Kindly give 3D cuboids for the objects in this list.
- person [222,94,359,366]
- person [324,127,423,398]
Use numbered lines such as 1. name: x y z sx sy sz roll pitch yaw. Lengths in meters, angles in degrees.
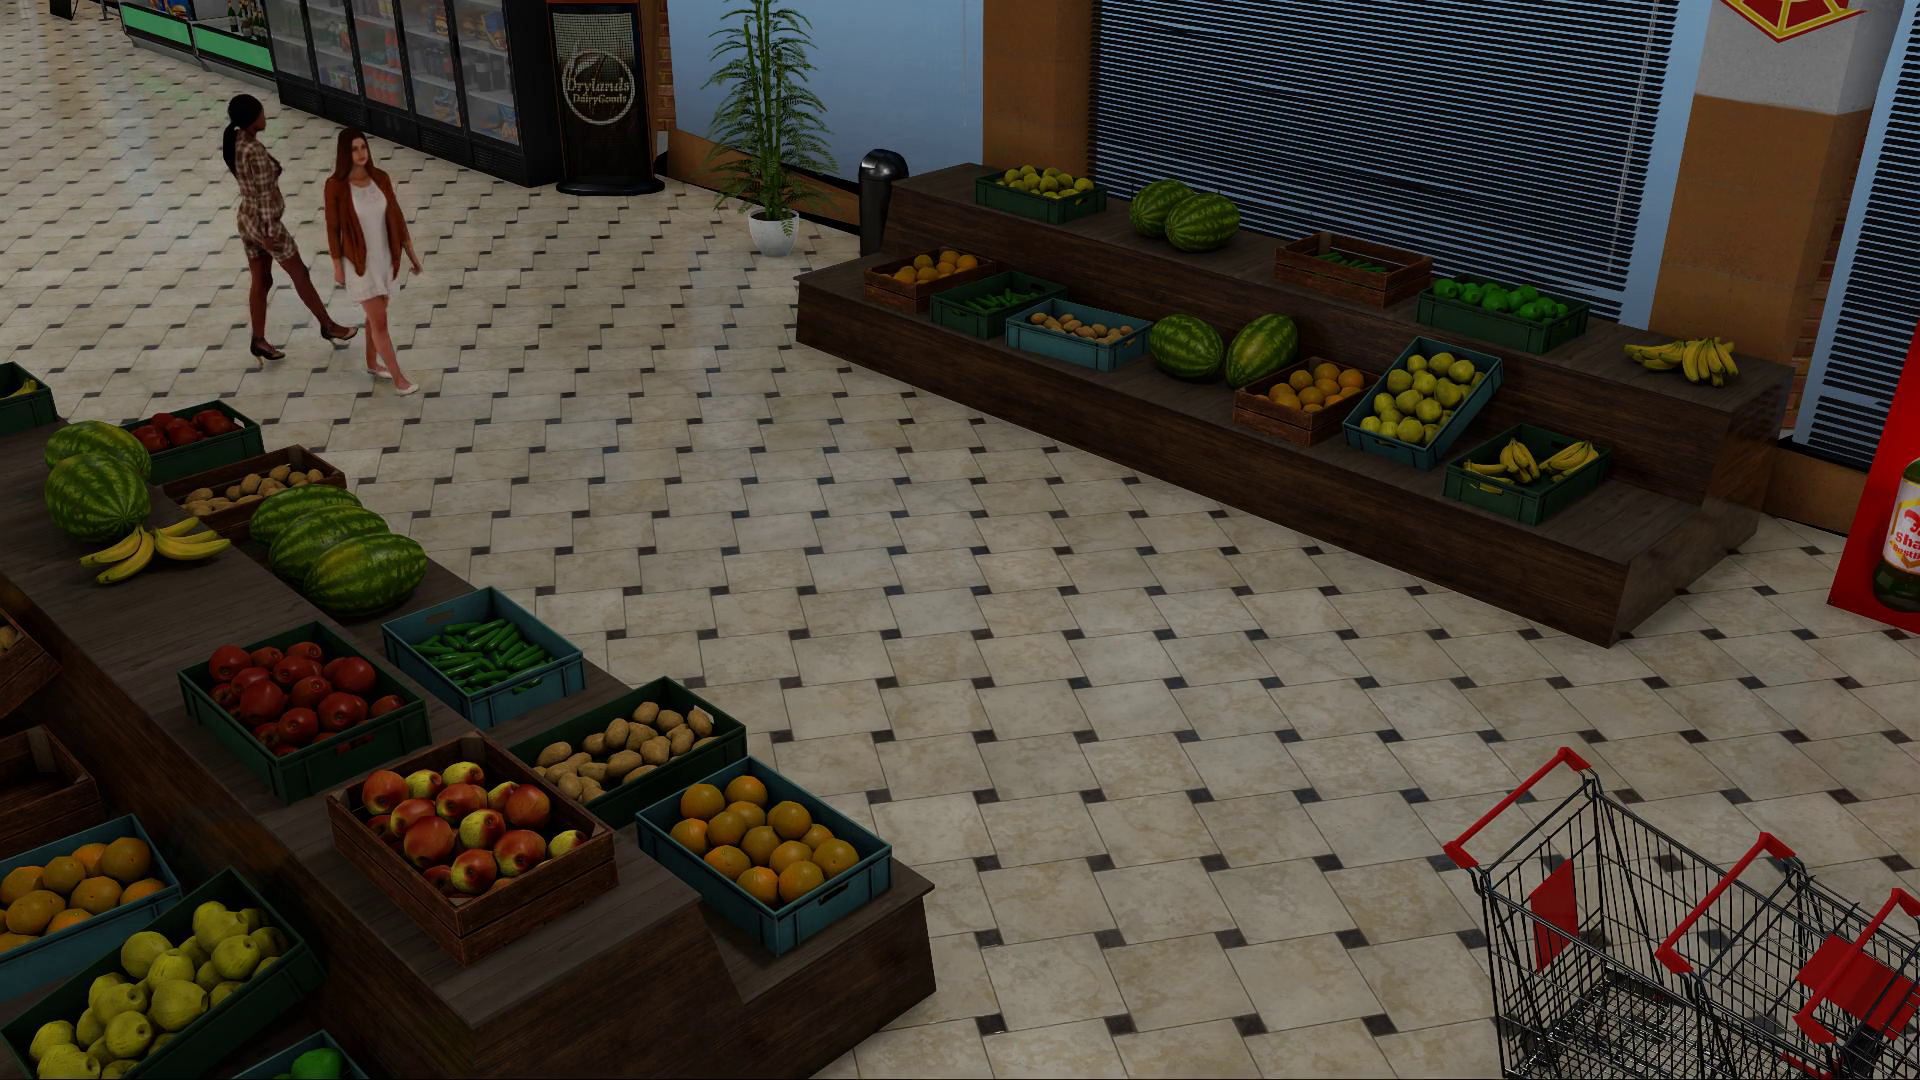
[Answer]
1. person: -4.650 -1.999 10.931 0.687 1.768 0.877 -23 35 -37
2. person: -3.800 -1.781 10.596 1.053 1.681 0.687 19 33 33
